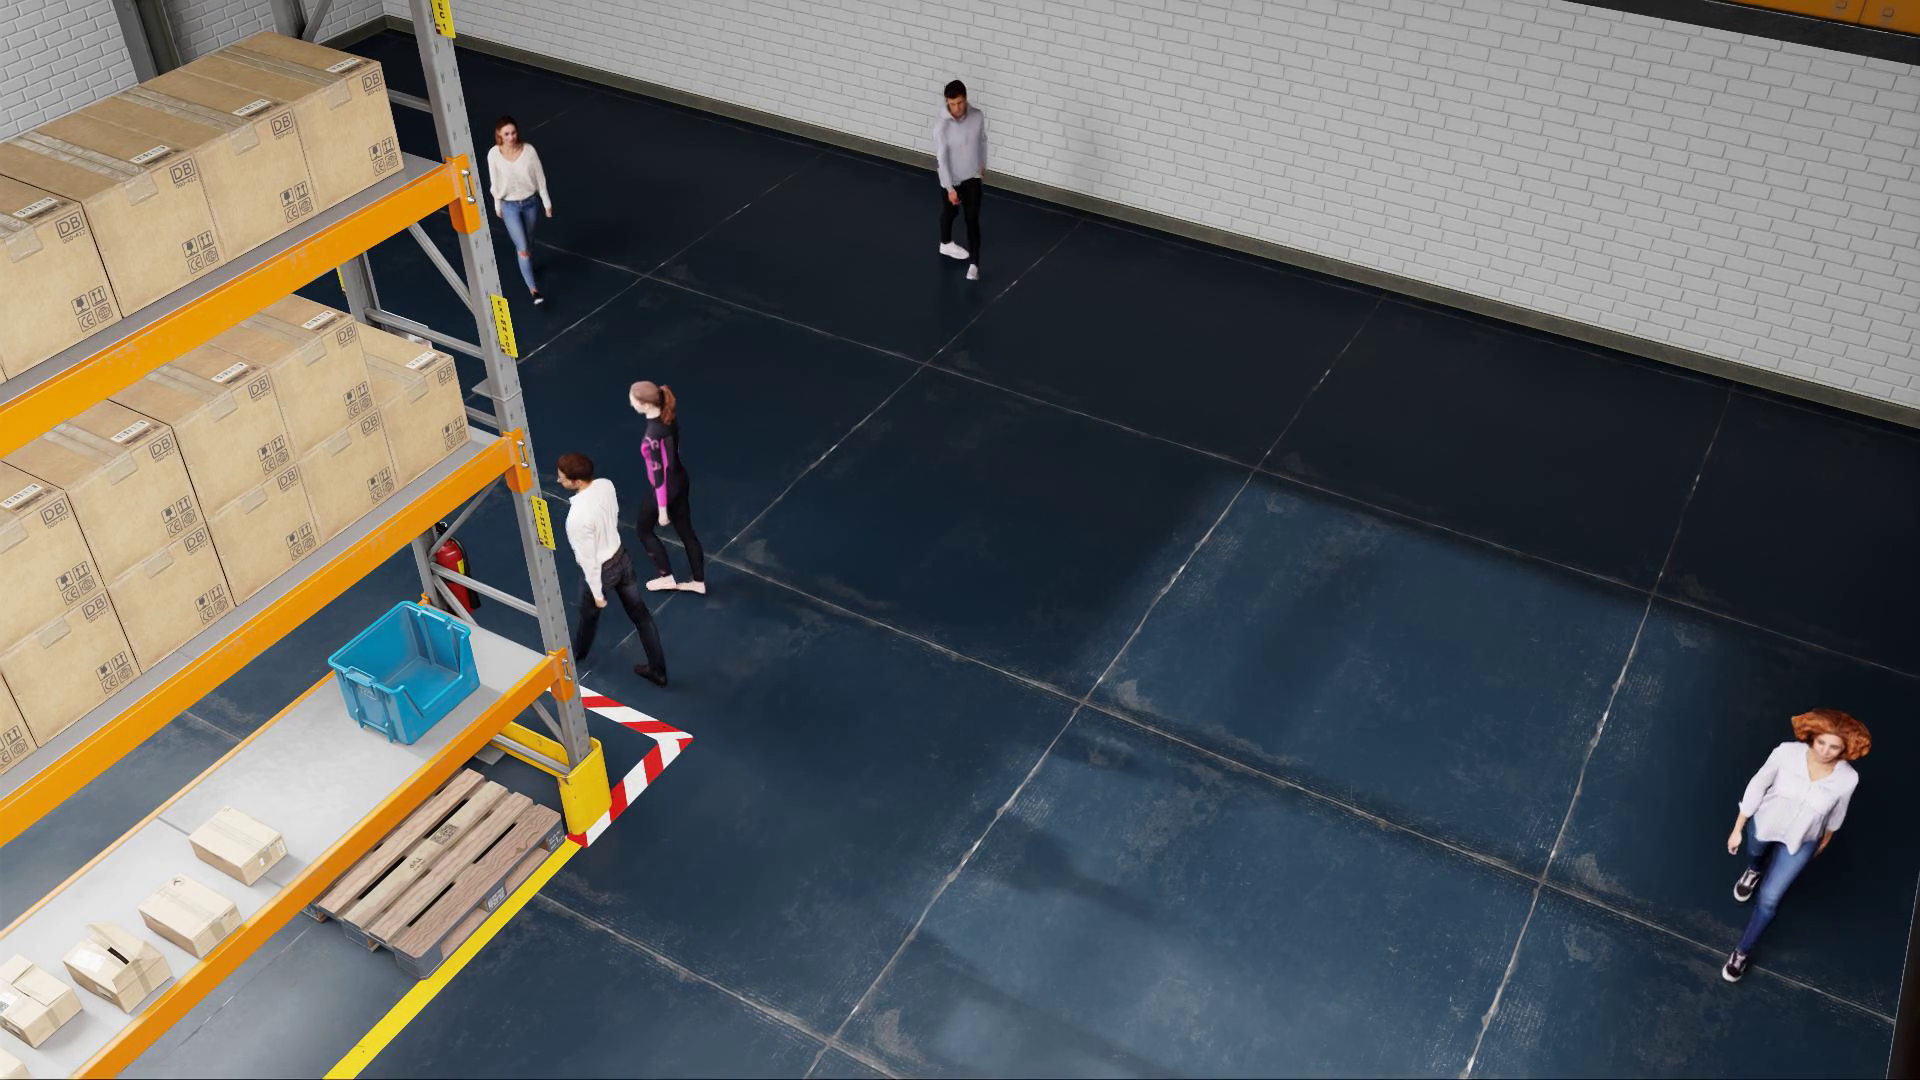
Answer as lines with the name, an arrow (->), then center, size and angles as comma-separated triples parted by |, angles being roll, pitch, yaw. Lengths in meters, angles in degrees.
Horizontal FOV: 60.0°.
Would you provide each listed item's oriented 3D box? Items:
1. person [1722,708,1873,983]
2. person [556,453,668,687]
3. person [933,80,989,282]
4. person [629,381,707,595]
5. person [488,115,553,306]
person -> 4.485, 1.504, 9.012 | 0.766, 1.666, 1.203 | 27, 46, 29
person -> -2.145, 0.237, 10.472 | 0.844, 1.824, 1.071 | 18, 42, 21
person -> -0.017, -3.269, 14.831 | 1.173, 1.863, 1.187 | -19, 43, -23
person -> -1.897, -0.312, 11.240 | 0.765, 1.722, 0.690 | 9, 40, 12
person -> -3.876, -2.947, 14.607 | 1.159, 1.639, 1.135 | -15, 41, -18
